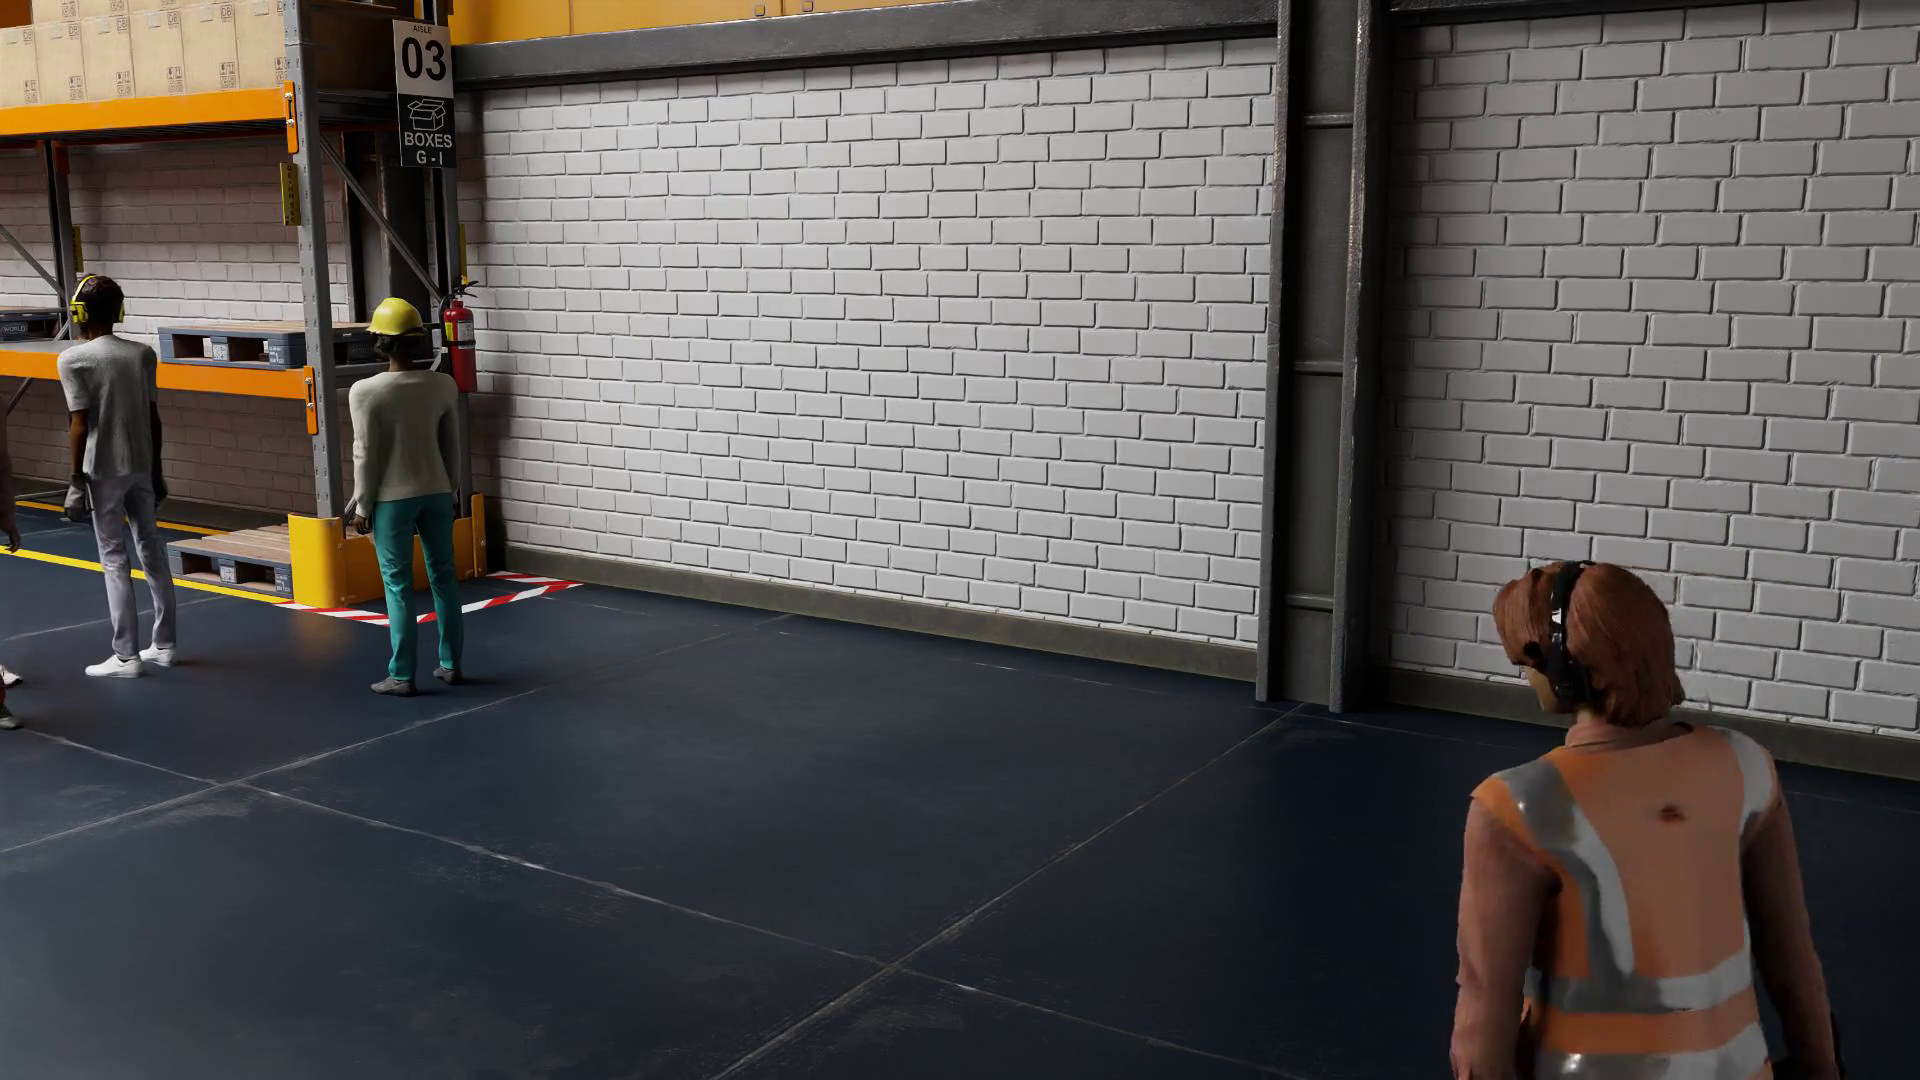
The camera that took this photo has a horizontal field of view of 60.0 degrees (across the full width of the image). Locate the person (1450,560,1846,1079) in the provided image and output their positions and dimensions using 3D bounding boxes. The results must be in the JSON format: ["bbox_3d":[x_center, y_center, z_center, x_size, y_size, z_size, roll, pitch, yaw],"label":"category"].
[{"bbox_3d":[0.984,0.819,2.373,0.550,1.577,0.845,-4,11,-22],"label":"person"}]

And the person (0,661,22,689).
[{"bbox_3d":[-4.757,-0.234,7.447,0.950,1.865,0.647,3,11,16],"label":"person"}]

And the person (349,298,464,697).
[{"bbox_3d":[-2.458,-0.185,7.412,0.304,1.772,0.526,9,13,39],"label":"person"}]

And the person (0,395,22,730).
[{"bbox_3d":[-4.098,-0.057,6.732,0.523,1.759,0.334,-10,14,-43],"label":"person"}]

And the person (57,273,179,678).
[{"bbox_3d":[-3.918,-0.289,7.705,0.333,1.872,0.515,5,11,24],"label":"person"}]
